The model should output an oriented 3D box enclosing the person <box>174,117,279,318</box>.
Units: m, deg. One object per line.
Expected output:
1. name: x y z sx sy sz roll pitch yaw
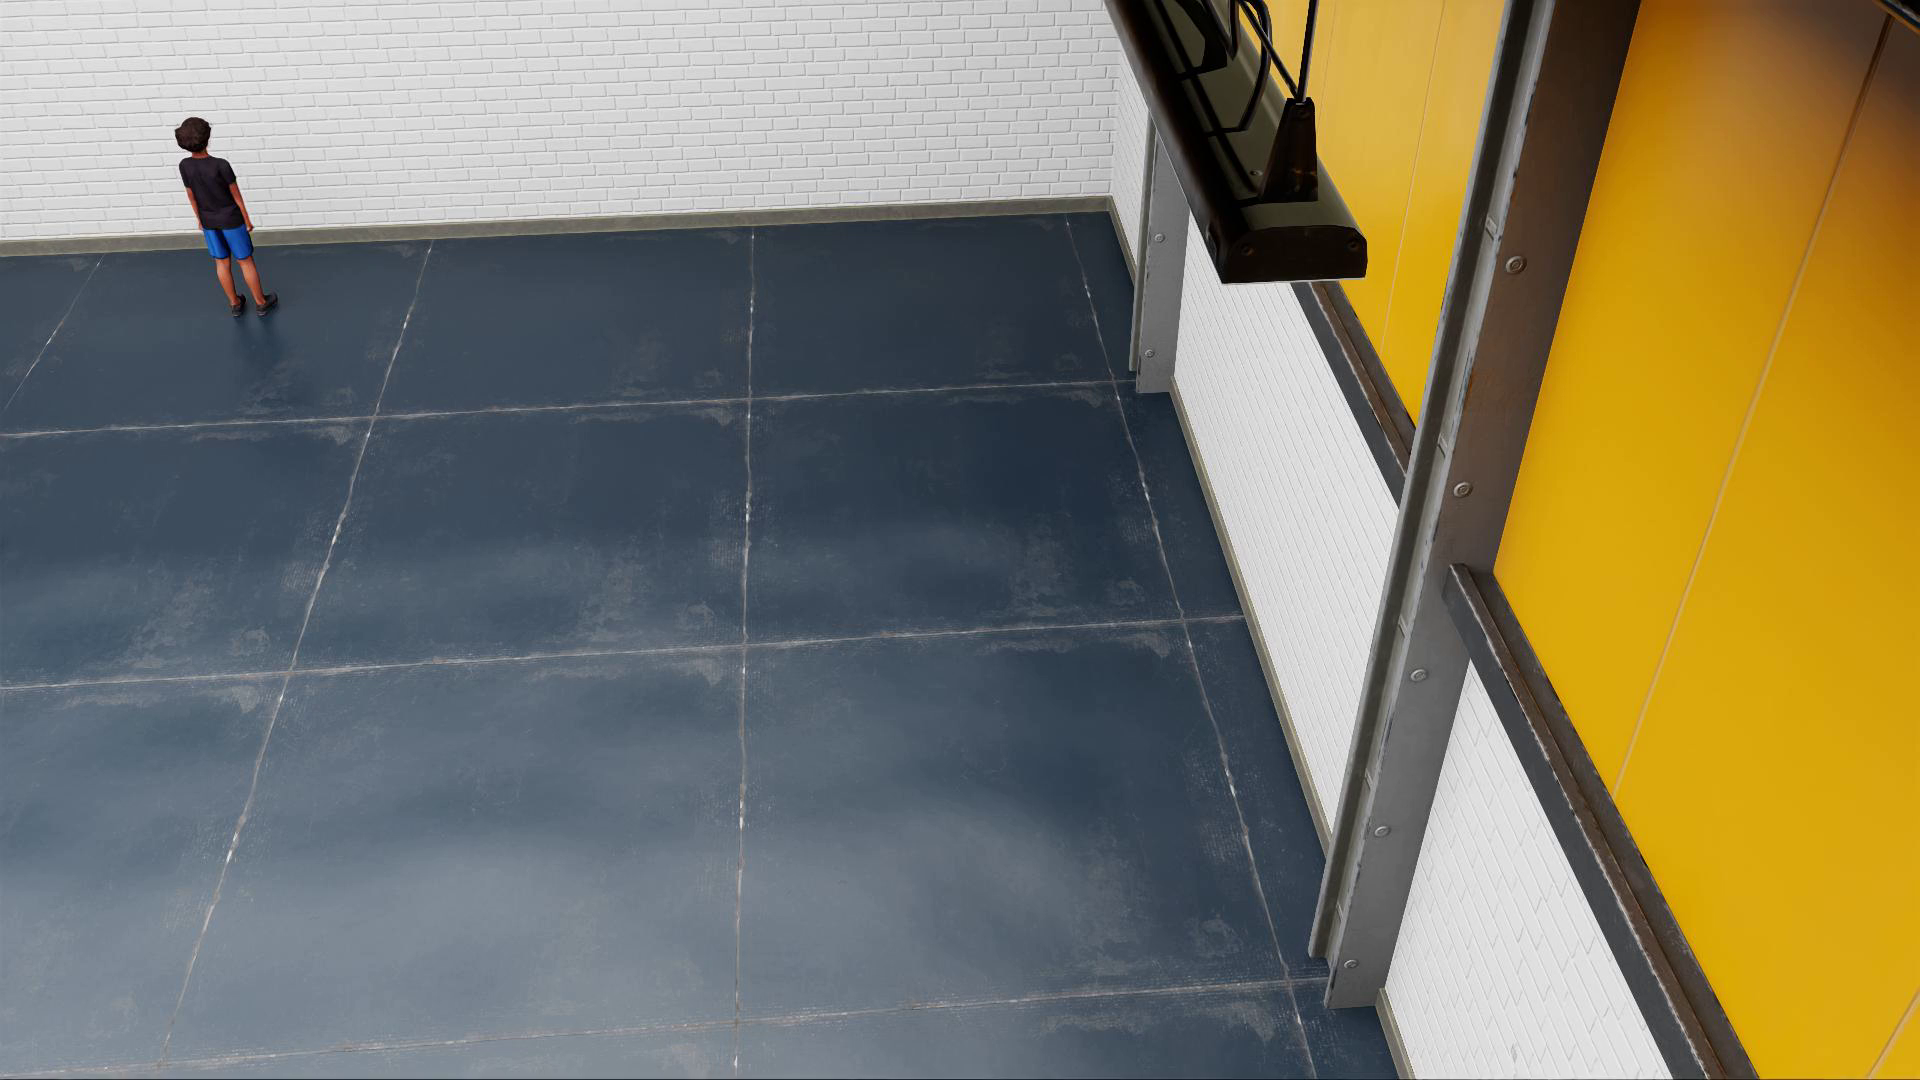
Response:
1. person: -6.252 -2.722 14.082 0.612 1.800 0.587 -1 39 -1
